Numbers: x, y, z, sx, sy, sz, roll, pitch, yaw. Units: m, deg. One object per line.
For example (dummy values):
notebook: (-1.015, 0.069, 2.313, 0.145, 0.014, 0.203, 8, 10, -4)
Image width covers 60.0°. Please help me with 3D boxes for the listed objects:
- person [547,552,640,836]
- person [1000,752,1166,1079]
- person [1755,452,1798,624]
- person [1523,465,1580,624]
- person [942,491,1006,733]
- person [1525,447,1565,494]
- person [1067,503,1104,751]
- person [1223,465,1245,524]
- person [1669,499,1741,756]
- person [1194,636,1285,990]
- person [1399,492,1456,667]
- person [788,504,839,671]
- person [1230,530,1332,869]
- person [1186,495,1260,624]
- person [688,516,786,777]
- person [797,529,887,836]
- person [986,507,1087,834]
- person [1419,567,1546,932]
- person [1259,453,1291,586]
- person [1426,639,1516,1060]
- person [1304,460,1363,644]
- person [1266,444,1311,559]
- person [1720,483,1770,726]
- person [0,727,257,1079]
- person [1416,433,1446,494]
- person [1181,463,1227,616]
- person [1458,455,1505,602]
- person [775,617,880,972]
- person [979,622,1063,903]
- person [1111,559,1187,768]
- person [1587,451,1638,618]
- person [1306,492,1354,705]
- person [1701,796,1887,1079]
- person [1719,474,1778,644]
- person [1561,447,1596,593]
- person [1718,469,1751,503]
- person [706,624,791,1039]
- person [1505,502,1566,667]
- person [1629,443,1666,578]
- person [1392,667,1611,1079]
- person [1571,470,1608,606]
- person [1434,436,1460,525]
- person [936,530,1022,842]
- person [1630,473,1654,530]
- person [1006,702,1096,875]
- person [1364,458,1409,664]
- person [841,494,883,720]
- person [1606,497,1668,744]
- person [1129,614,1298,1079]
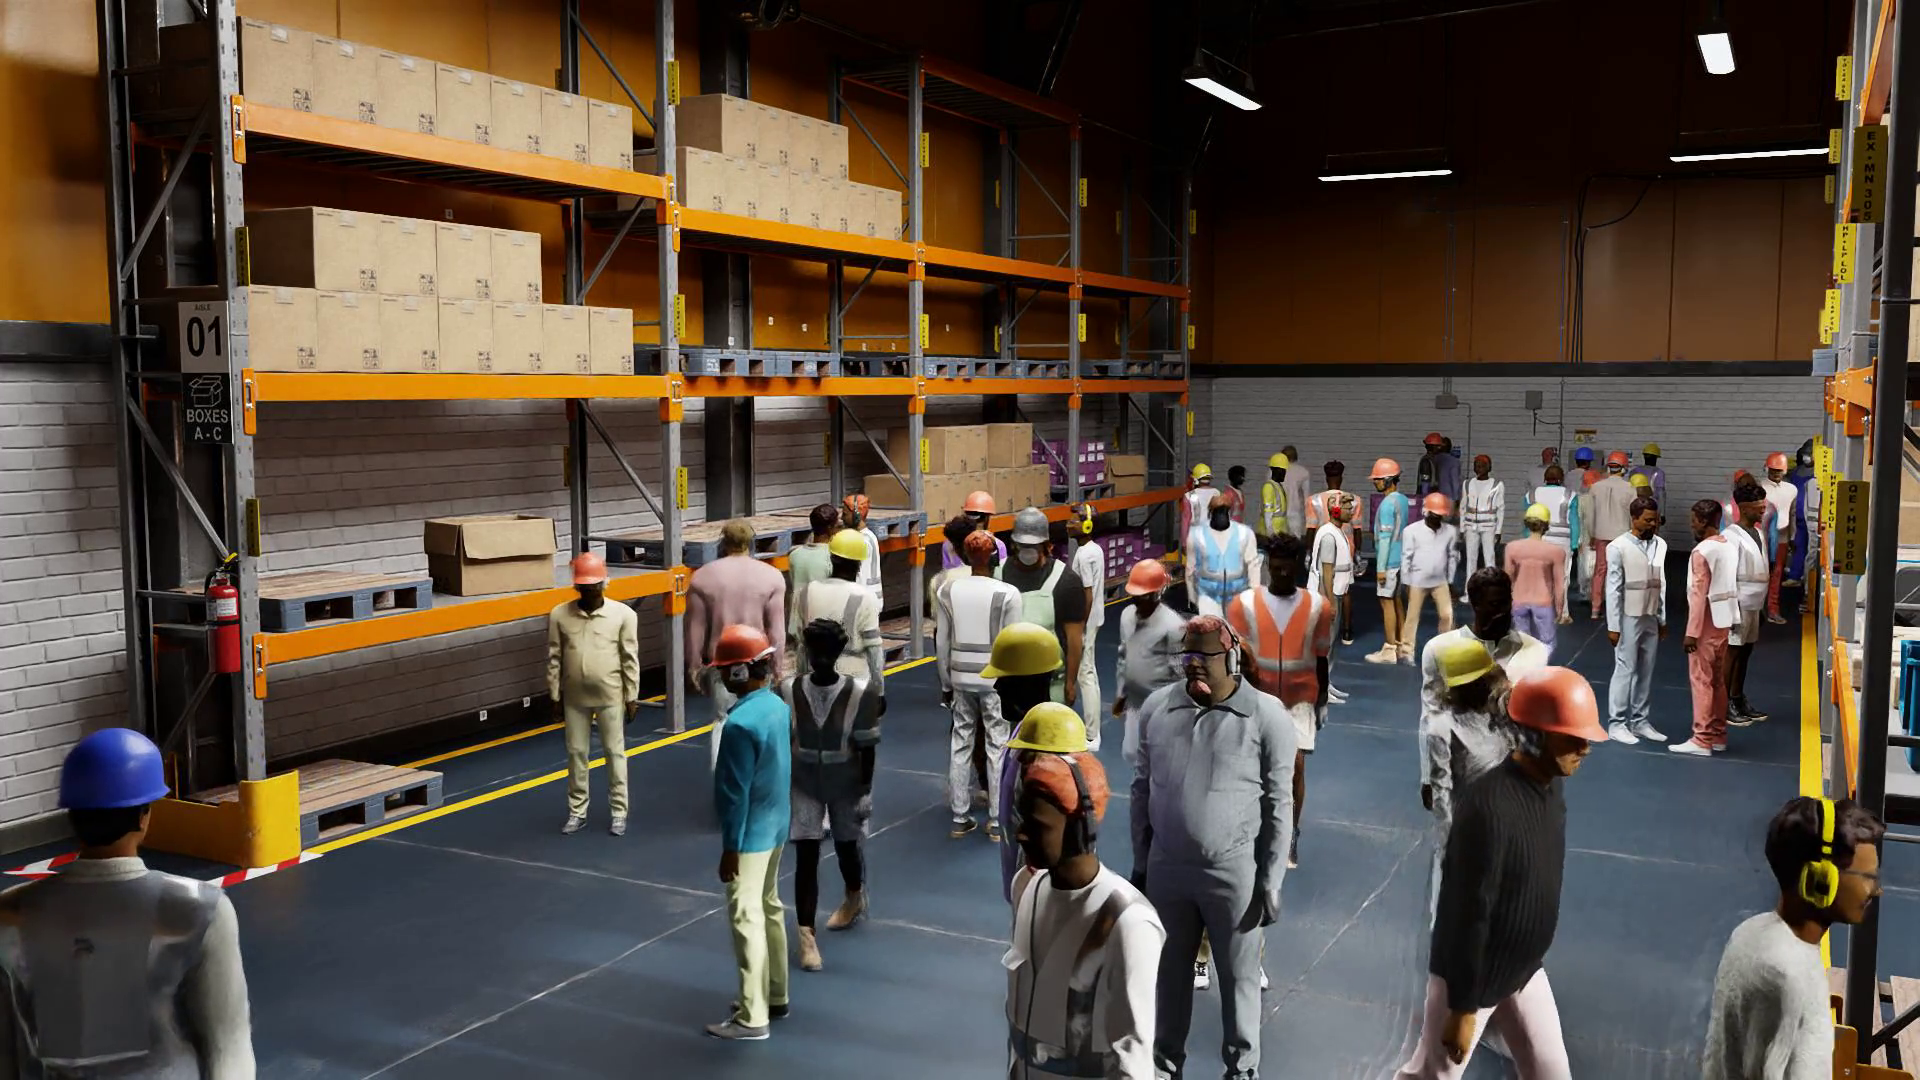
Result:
person: (-2.244, 0.939, 10.161, 0.568, 1.744, 0.357, 0, 5, 2)
person: (0.290, 1.442, 4.077, 0.348, 1.876, 0.568, -3, 6, -30)
person: (9.318, -0.015, 19.091, 0.616, 1.990, 0.393, 0, 5, -4)
person: (6.829, 0.052, 19.183, 0.634, 1.839, 0.429, 4, 6, 35)
person: (0.127, 0.579, 13.075, 0.549, 1.927, 0.393, 3, 6, 26)
person: (8.123, -0.329, 22.937, 0.409, 1.909, 0.642, -4, 7, -37)
person: (0.921, 0.652, 12.536, 0.318, 1.876, 0.531, 1, 5, 11)
person: (3.616, -0.160, 22.235, 0.332, 1.689, 0.588, 3, 6, 27)
person: (5.600, 0.649, 12.420, 0.402, 1.908, 0.598, 5, 7, 44)
person: (1.234, 1.236, 7.596, 0.504, 1.626, 0.281, 0, 5, 4)
person: (4.562, 0.388, 16.187, 0.589, 1.725, 0.439, -1, 5, -7)
person: (-1.016, 0.698, 11.882, 0.384, 1.909, 0.591, -5, 7, -44)
person: (1.879, 0.883, 9.814, 0.603, 1.928, 0.948, 1, 5, 11)
person: (2.323, 0.494, 14.755, 0.620, 1.793, 0.991, 0, 5, 0)
person: (-1.444, 0.810, 10.720, 0.632, 1.913, 0.782, 0, 5, -1)
person: (-0.754, 0.867, 10.346, 0.615, 1.871, 0.922, 3, 6, 30)
person: (0.401, 0.796, 10.107, 0.680, 2.000, 0.535, 2, 6, 22)
person: (2.432, 1.075, 7.761, 0.597, 1.918, 0.383, -1, 5, -6)
person: (3.866, -0.103, 20.400, 0.376, 1.922, 0.594, 2, 6, 22)
person: (2.189, 1.255, 6.926, 0.516, 1.700, 0.508, -2, 6, -18)
person: (3.961, 0.132, 17.652, 0.610, 1.963, 0.366, 0, 5, 4)
person: (4.637, -0.396, 23.571, 0.641, 1.921, 0.579, 2, 6, 18)
person: (6.377, 0.515, 13.525, 0.606, 1.966, 0.367, -5, 7, -43)
person: (-1.988, 1.415, 3.963, 0.613, 1.943, 0.408, -1, 5, -9)
person: (7.203, -0.624, 25.458, 0.418, 2.035, 0.609, 2, 6, 23)
person: (2.898, -0.004, 19.886, 0.596, 1.823, 0.403, -2, 6, -21)
person: (6.557, -0.132, 20.942, 0.575, 1.883, 0.355, 5, 7, 40)
person: (-0.642, 1.172, 8.082, 0.532, 1.661, 0.789, 0, 5, 4)
person: (0.265, 1.245, 5.941, 0.398, 1.920, 0.586, -1, 5, -6)
person: (1.192, 0.957, 10.043, 0.558, 1.721, 0.585, -3, 6, -30)
person: (7.679, -0.048, 19.508, 0.621, 1.986, 0.409, 5, 7, 45)
person: (3.204, 0.499, 14.426, 0.392, 1.836, 0.561, 2, 6, 19)
person: (1.885, 1.486, 3.727, 0.690, 1.839, 0.555, 2, 6, 22)
person: (8.456, 0.192, 17.936, 0.632, 1.794, 0.959, 2, 6, 23)
person: (8.231, -0.263, 22.067, 0.417, 1.939, 0.610, -3, 6, -28)
person: (9.531, -0.004, 20.319, 0.574, 1.732, 0.544, 2, 6, 22)
person: (-0.906, 1.226, 7.089, 0.349, 1.740, 0.575, 1, 5, 11)
person: (4.910, 0.555, 14.262, 0.528, 1.756, 0.483, 4, 6, 34)
person: (9.832, -0.416, 23.762, 0.371, 1.926, 0.584, -3, 6, -31)
person: (1.592, 1.316, 5.187, 0.976, 1.930, 0.647, 5, 7, 44)
person: (7.929, -0.010, 20.570, 0.639, 1.710, 0.329, 1, 5, 12)
person: (7.705, -0.681, 26.542, 0.370, 1.941, 0.627, -4, 7, -38)
person: (0.135, 0.877, 10.070, 0.574, 1.884, 0.356, 2, 6, 25)
person: (7.892, 0.090, 19.366, 0.323, 1.735, 0.493, -1, 5, -6)
person: (0.296, 1.384, 5.364, 0.297, 1.745, 0.484, 0, 5, -3)
person: (4.226, 0.210, 16.464, 0.412, 2.035, 0.610, 3, 6, 31)
person: (-0.798, 0.568, 13.472, 0.351, 1.878, 0.568, 0, 5, -1)
person: (5.206, 0.613, 12.821, 0.598, 1.907, 0.409, -3, 6, -29)
person: (0.915, 1.224, 6.220, 0.639, 1.908, 0.409, 3, 6, 29)
